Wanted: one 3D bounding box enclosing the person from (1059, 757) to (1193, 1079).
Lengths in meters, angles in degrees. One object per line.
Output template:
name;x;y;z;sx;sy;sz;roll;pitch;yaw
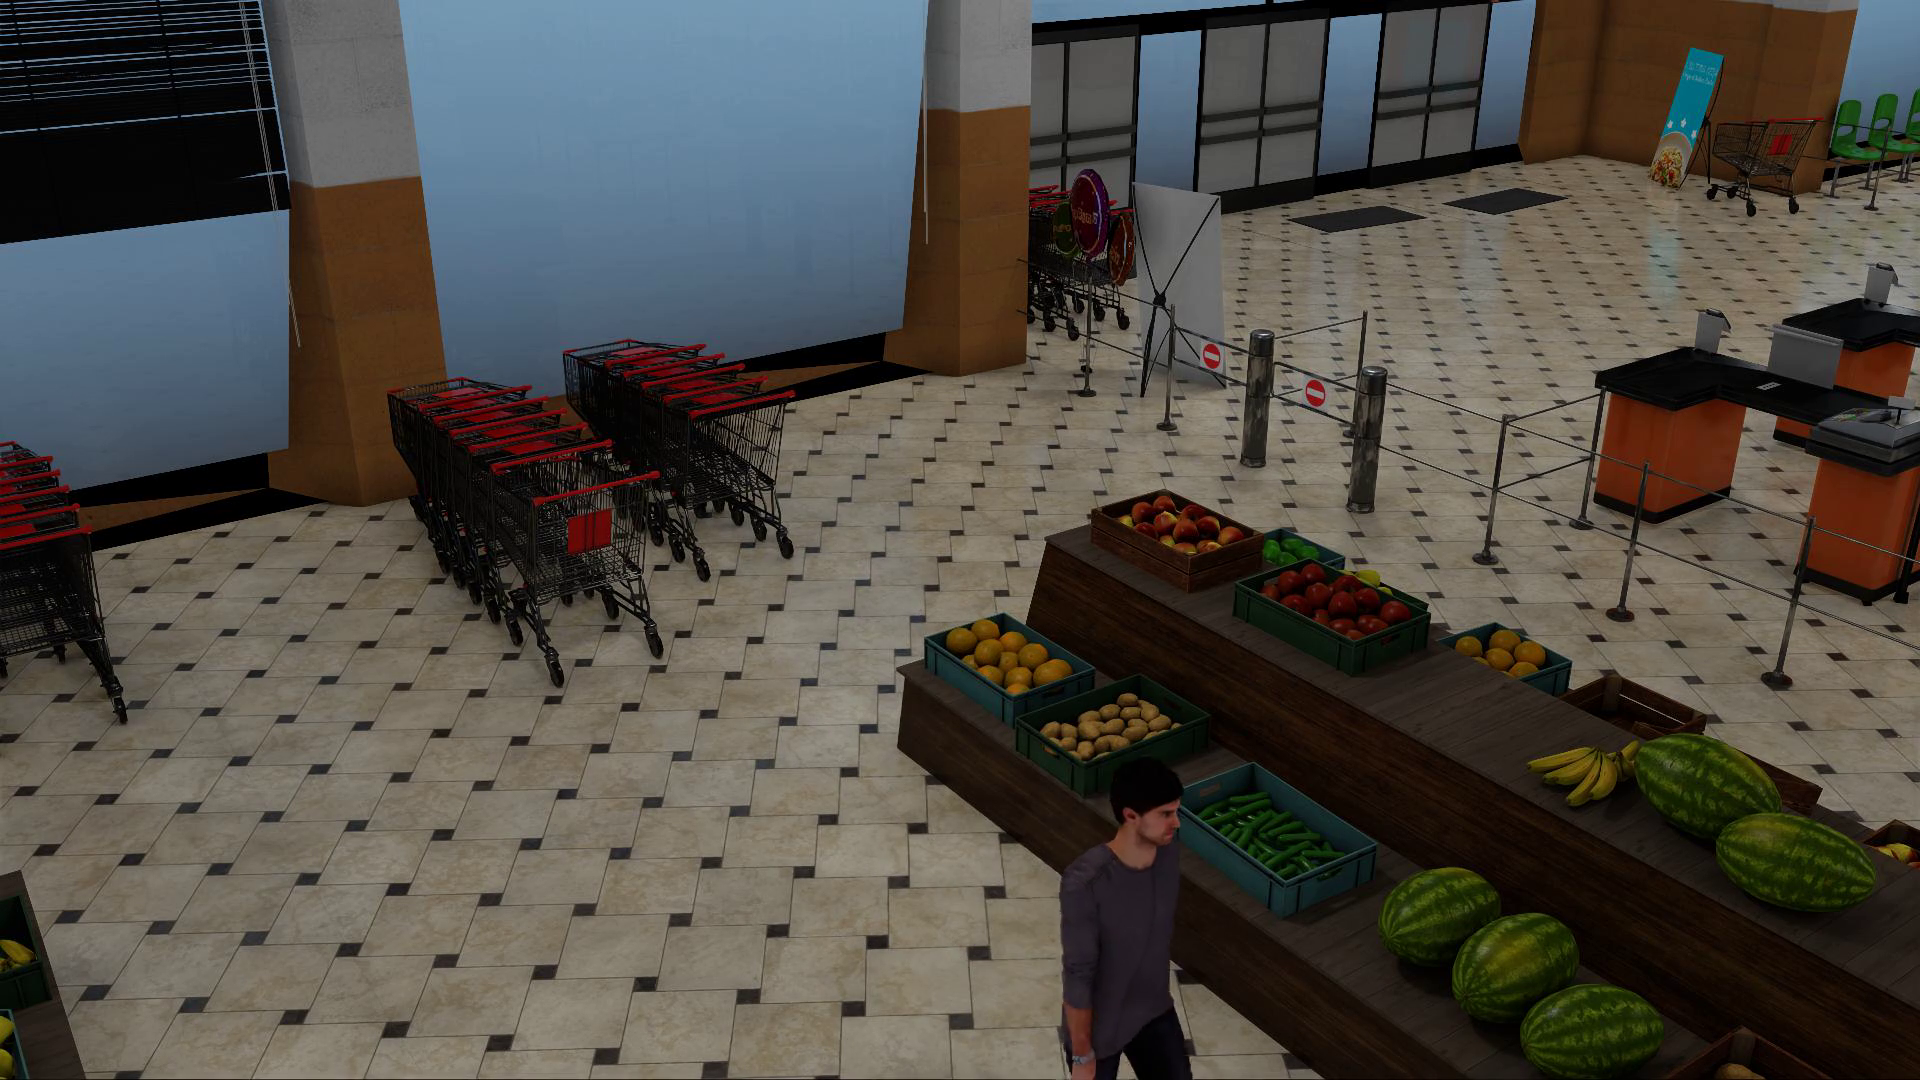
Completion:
person;0.454;1.485;5.413;0.690;1.833;0.641;-14;27;-30
